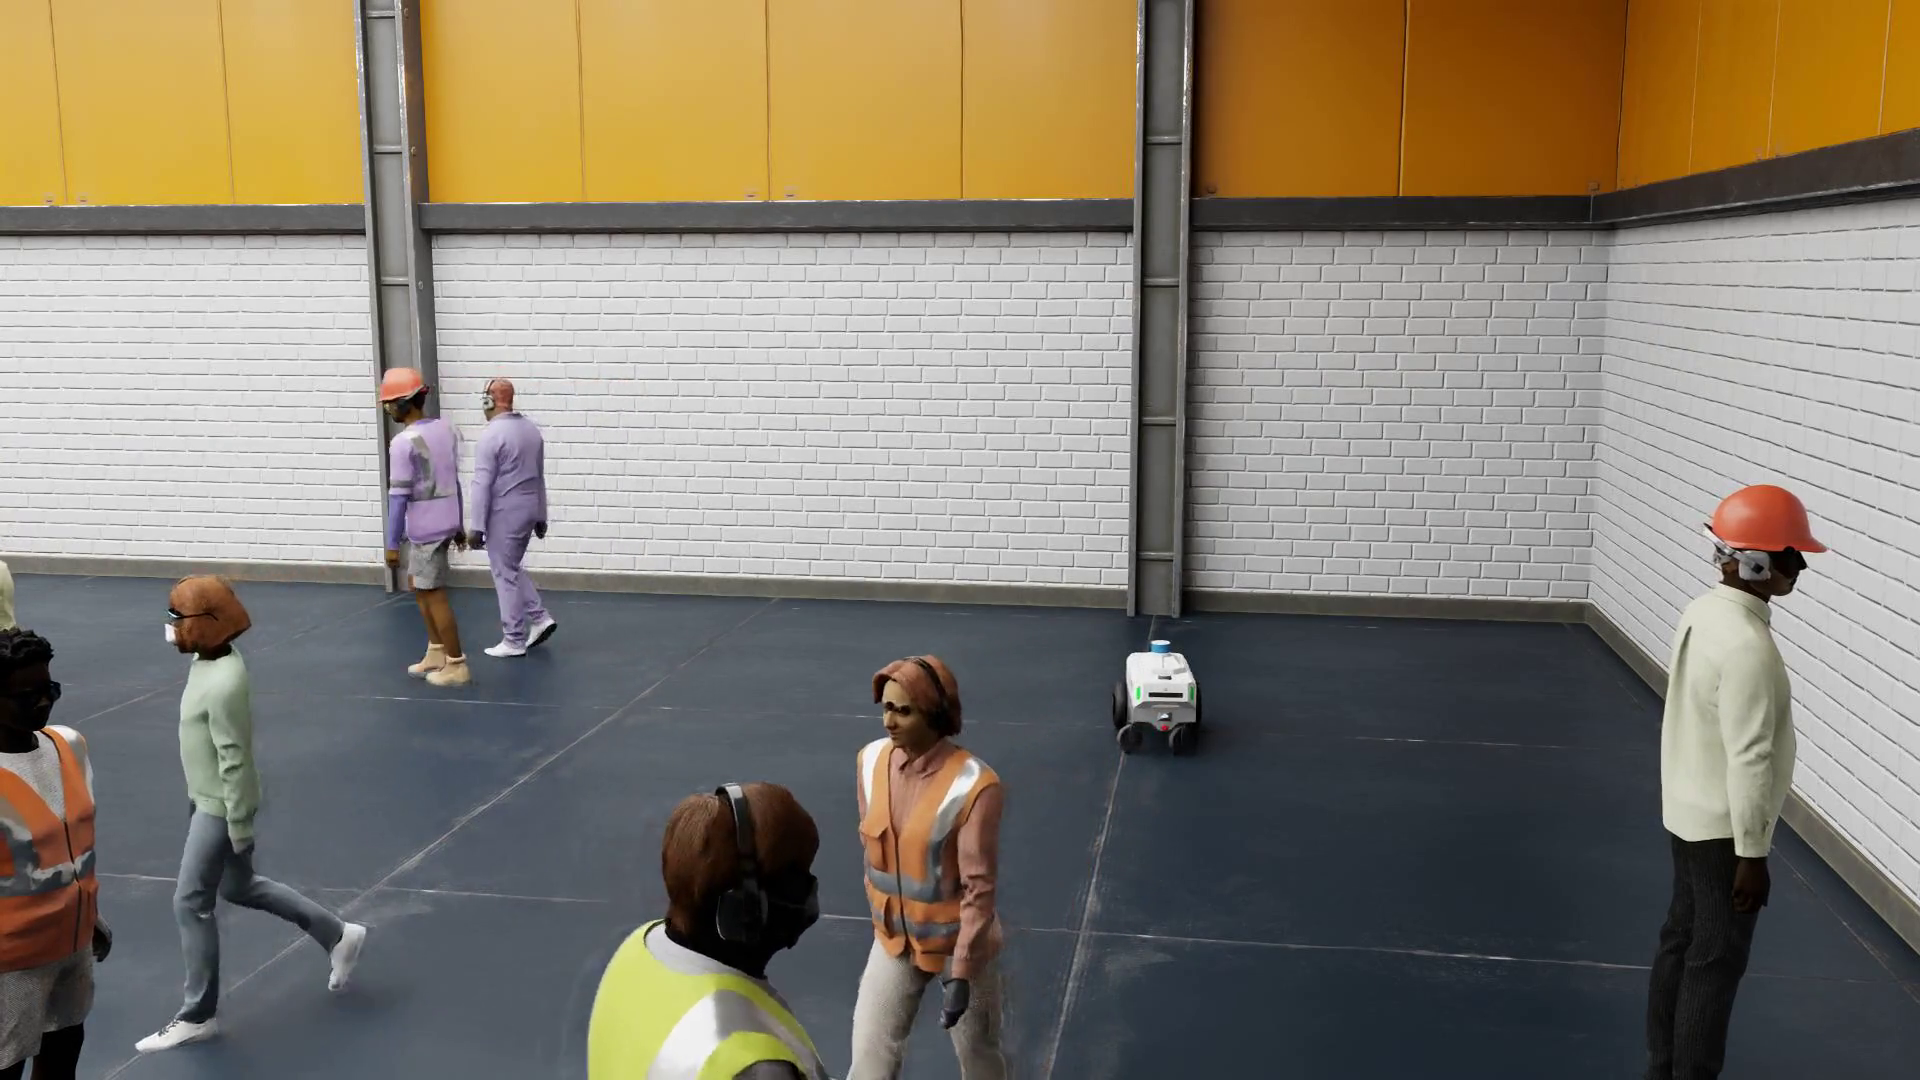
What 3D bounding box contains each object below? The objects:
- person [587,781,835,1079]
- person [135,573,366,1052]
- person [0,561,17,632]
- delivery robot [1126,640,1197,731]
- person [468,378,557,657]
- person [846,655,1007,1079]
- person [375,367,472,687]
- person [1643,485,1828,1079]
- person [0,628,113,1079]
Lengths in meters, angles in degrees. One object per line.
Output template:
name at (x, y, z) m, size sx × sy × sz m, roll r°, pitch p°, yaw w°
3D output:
person at (-0.250, 1.265, 2.737) m, size 0.851 × 1.811 × 0.652 m, roll -5°, pitch 10°, yaw -27°
person at (-2.445, 0.893, 5.671) m, size 0.698 × 1.607 × 0.502 m, roll -4°, pitch 10°, yaw -25°
person at (-4.042, 0.659, 6.564) m, size 0.629 × 1.793 × 0.447 m, roll -6°, pitch 11°, yaw -34°
delivery robot at (1.108, 0.799, 9.200) m, size 0.477 × 0.478 × 0.707 m, roll 0°, pitch 9°, yaw 2°
person at (-3.056, -0.147, 11.212) m, size 0.405 × 1.888 × 0.659 m, roll 2°, pitch 9°, yaw 13°
person at (-0.148, 1.105, 4.374) m, size 0.529 × 1.593 × 0.850 m, roll 7°, pitch 12°, yaw 39°
person at (-3.363, -0.060, 10.304) m, size 0.674 × 2.011 × 0.639 m, roll 2°, pitch 9°, yaw 11°
person at (2.270, 0.824, 4.903) m, size 0.394 × 1.992 × 0.622 m, roll 1°, pitch 9°, yaw 9°
person at (-2.436, 1.061, 4.359) m, size 0.317 × 1.695 × 0.540 m, roll 1°, pitch 9°, yaw 9°
